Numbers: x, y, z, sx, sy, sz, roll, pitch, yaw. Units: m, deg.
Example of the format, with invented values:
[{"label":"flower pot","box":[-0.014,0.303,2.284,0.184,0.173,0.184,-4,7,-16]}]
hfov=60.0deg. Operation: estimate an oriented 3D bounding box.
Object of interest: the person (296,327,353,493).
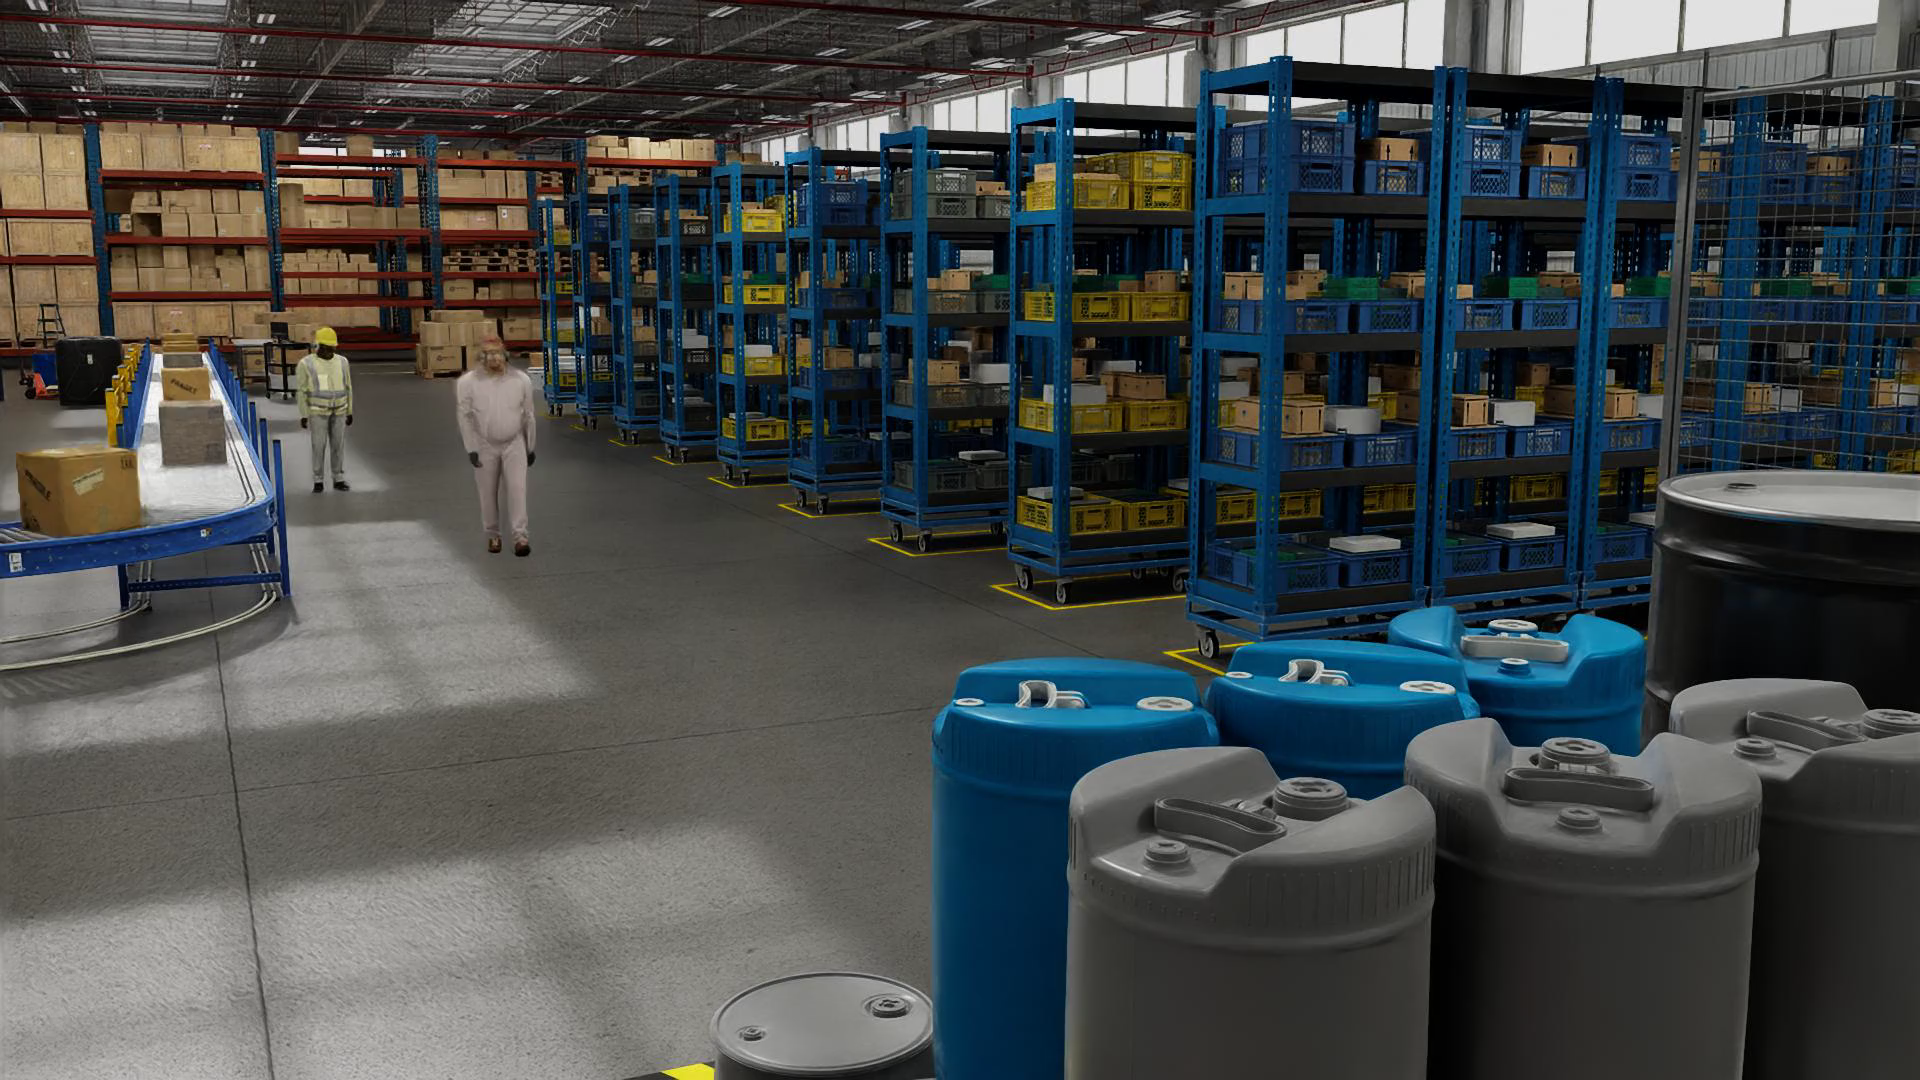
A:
[{"label":"person","box":[-6.931,-1.416,18.203,0.605,1.814,0.419,-9,13,-44]}]

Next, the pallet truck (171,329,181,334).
[{"label":"pallet truck","box":[-17.275,-3.851,35.096,1.601,1.201,0.680,0,9,1]}]

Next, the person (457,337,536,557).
[{"label":"person","box":[-3.878,-0.771,14.032,0.642,1.853,0.966,-3,10,-20]}]

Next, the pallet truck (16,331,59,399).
[{"label":"pallet truck","box":[-17.082,-3.353,31.781,1.630,1.274,0.653,-4,10,-25]}]

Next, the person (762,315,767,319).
[{"label":"person","box":[-4.127,-4.230,35.078,0.388,1.993,0.617,3,10,20]}]
